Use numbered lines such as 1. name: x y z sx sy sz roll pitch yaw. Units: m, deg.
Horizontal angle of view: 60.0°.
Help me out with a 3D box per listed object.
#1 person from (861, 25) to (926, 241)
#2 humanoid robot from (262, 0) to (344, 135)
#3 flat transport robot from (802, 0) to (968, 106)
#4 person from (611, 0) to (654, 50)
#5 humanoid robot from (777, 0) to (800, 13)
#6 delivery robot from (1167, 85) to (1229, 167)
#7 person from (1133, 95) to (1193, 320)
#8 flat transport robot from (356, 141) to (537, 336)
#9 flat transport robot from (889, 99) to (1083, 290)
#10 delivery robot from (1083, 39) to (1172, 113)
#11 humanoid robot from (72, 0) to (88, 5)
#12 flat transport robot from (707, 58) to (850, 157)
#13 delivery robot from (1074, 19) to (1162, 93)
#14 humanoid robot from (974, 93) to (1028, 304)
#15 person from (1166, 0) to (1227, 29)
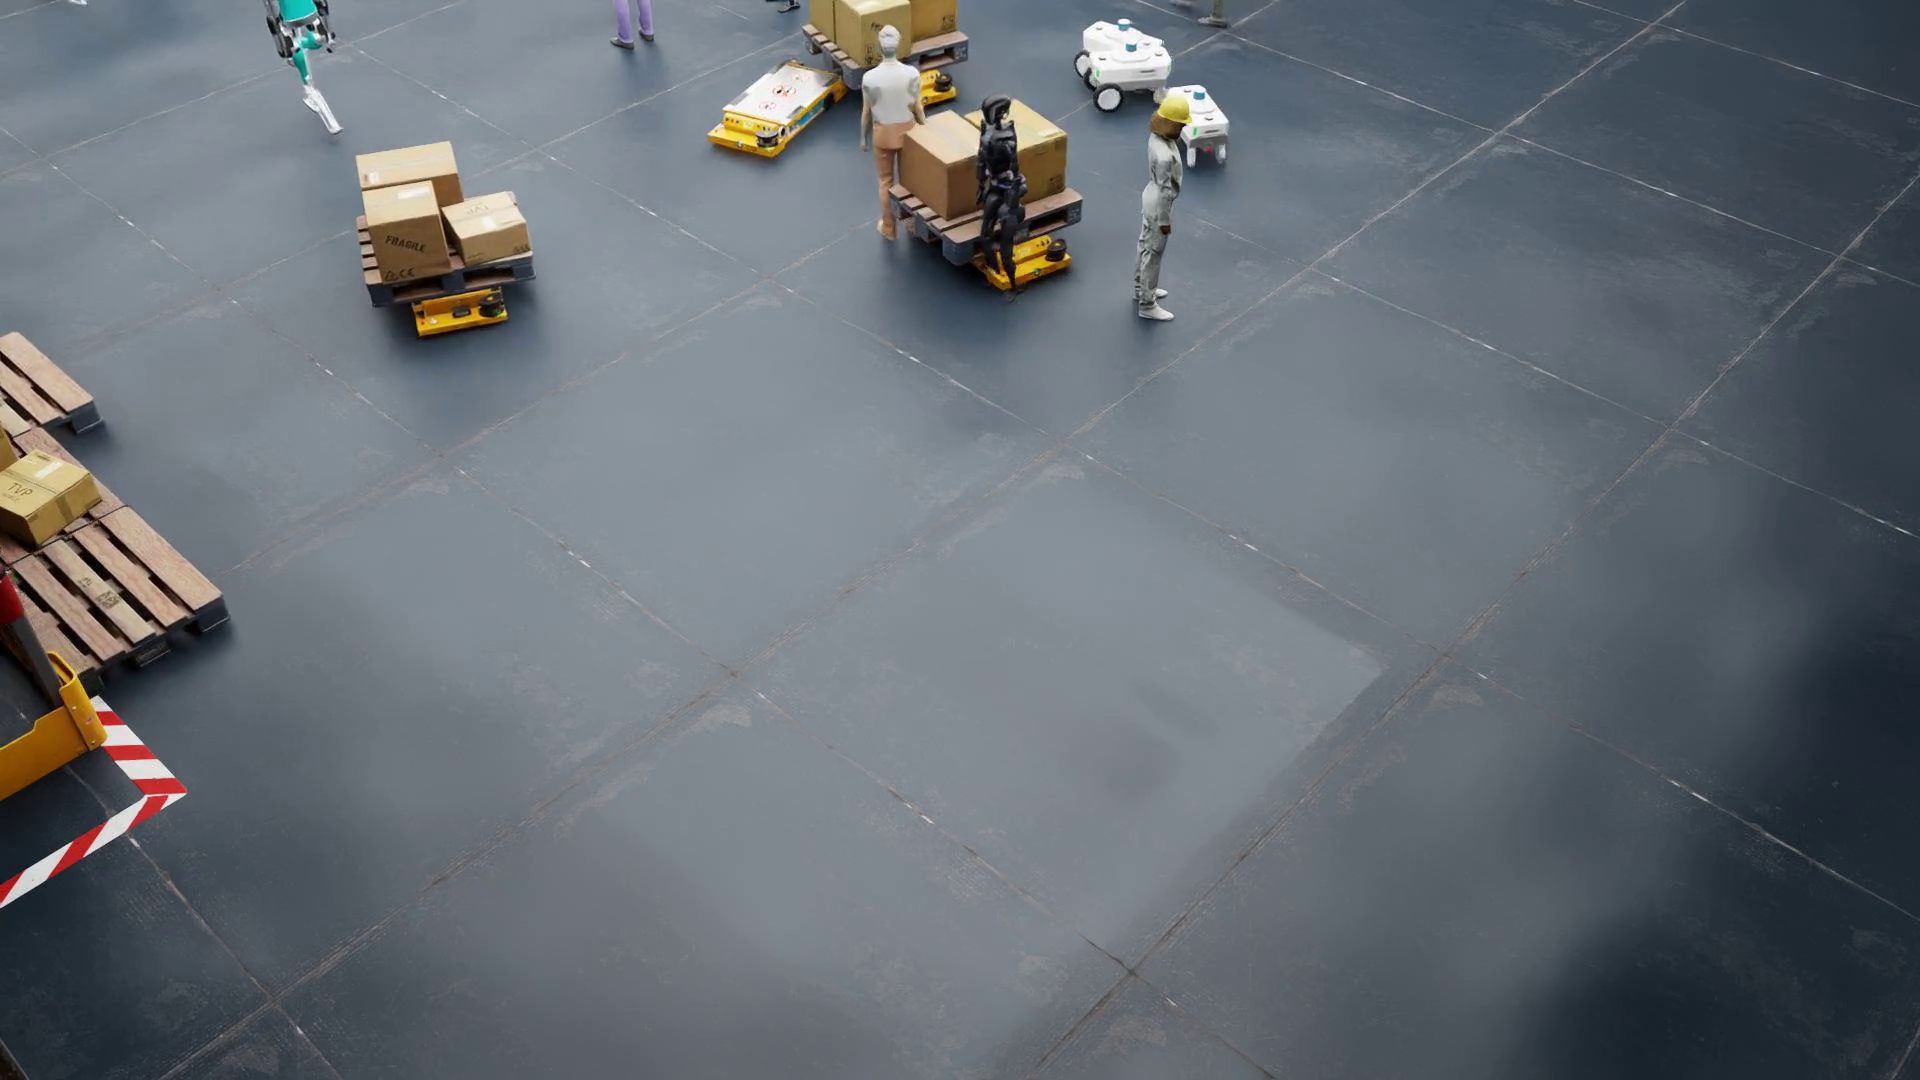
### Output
1. person: -0.508 -3.145 12.932 0.523 1.735 0.334 -9 43 -10
2. humanoid robot: -5.690 -4.328 14.253 0.564 1.733 1.049 -31 50 -30
3. flat transport robot: -0.675 -4.388 15.403 0.659 0.231 1.431 -21 46 -22
4. person: -3.149 -5.474 15.437 0.563 1.836 0.398 -31 50 -29
5. humanoid robot: -1.781 -5.966 16.093 0.315 1.657 0.599 -17 45 -18
6. delivery robot: 2.032 -3.613 14.334 0.499 0.602 0.801 -10 43 -11
7. person: 1.481 -2.431 12.131 0.308 1.735 0.483 -1 42 -1
8. flat transport robot: -3.925 -2.076 12.833 0.659 0.231 1.431 -13 44 -14
9. flat transport robot: 0.200 -2.487 13.290 0.659 0.231 1.431 -24 47 -24
10. delivery robot: 1.504 -4.203 14.995 0.805 0.609 0.499 -6 42 -7
11. humanoid robot: -9.091 -6.125 16.251 0.883 1.779 0.556 26 48 26
12. flat transport robot: -1.595 -3.865 14.821 0.659 0.231 1.431 18 45 19
13. delivery robot: 1.474 -4.492 15.317 0.814 0.610 0.499 27 48 26
14. humanoid robot: 0.296 -2.539 12.294 0.327 1.648 0.589 -21 46 -22
15. person: 2.294 -5.817 15.836 0.845 1.806 0.574 23 47 24
